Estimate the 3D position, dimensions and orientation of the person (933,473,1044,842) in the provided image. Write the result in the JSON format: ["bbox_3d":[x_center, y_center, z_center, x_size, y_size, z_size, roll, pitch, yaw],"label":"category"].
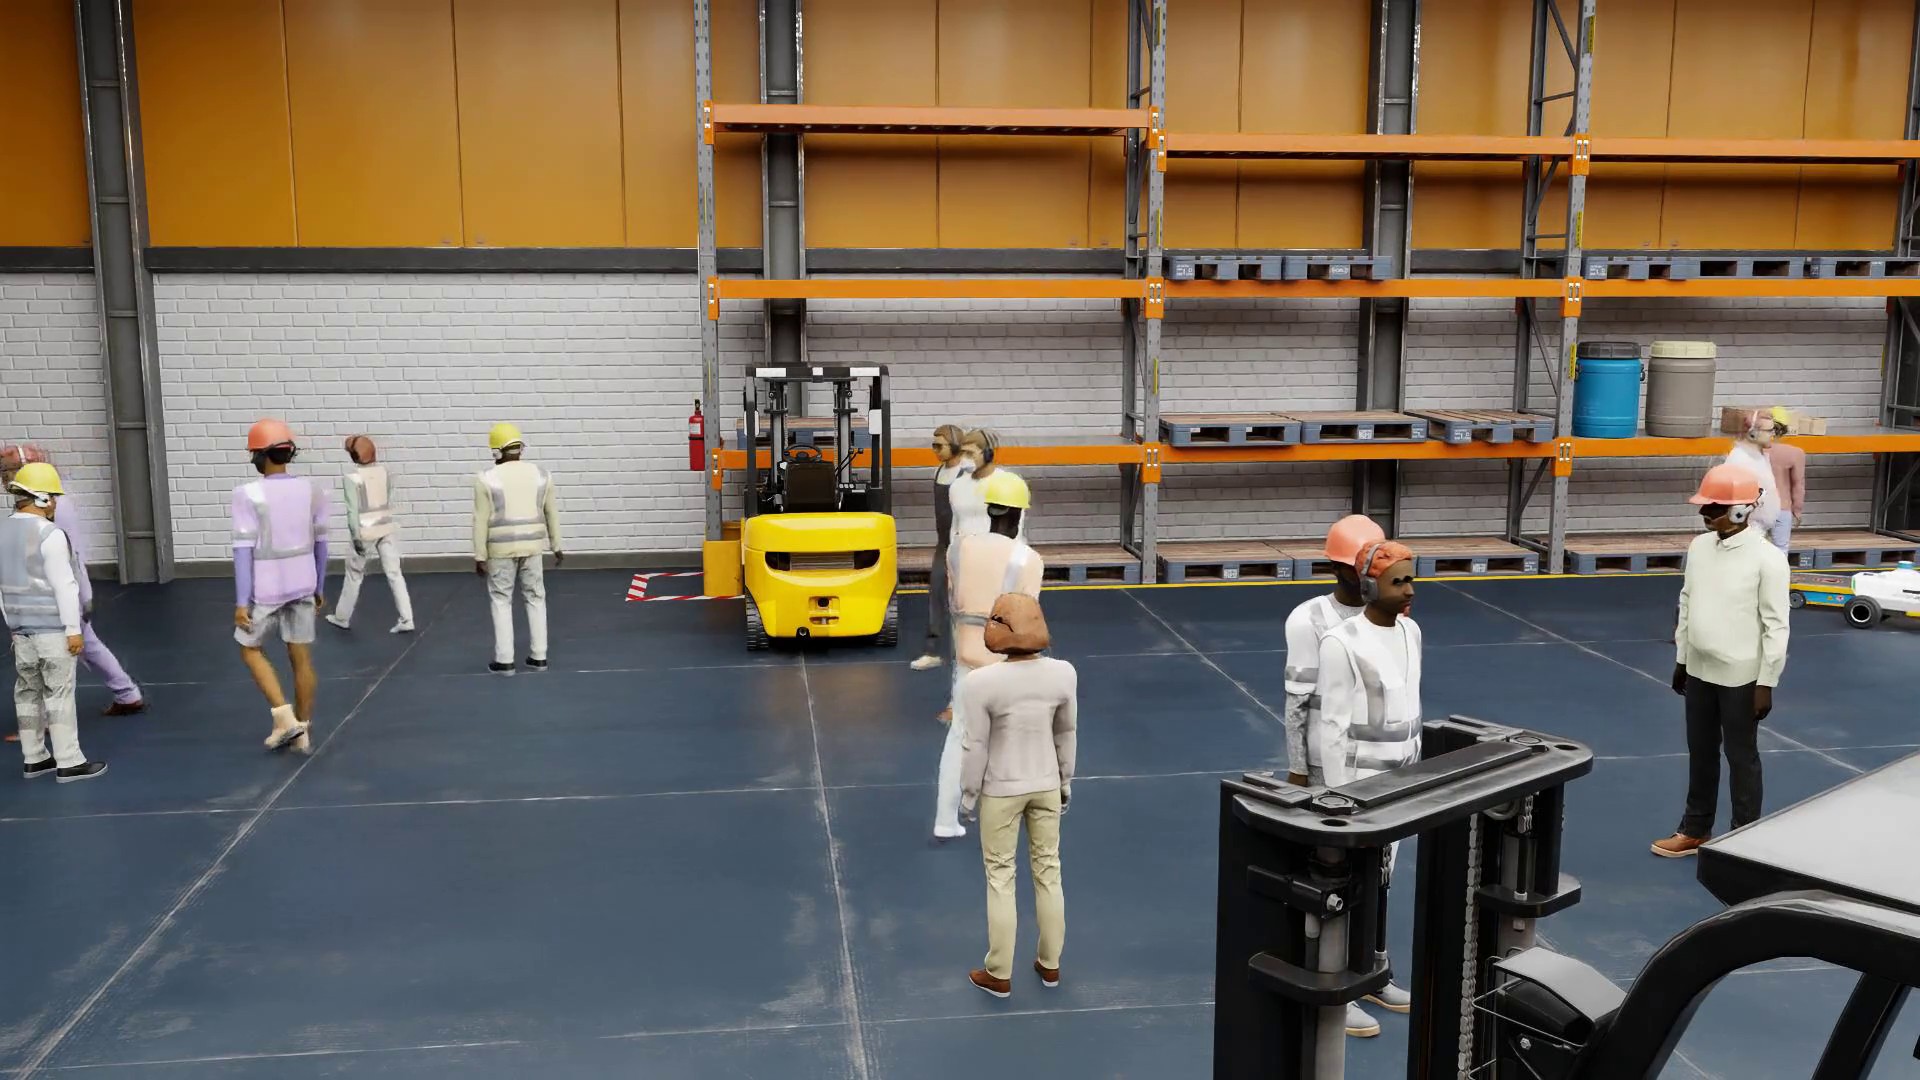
[{"bbox_3d":[0.167,0.590,8.605,0.590,1.867,1.020,5,10,29],"label":"person"}]

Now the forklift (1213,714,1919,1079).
[{"bbox_3d":[1.441,1.425,2.350,1.214,2.155,2.313,-7,12,-39],"label":"forklift"}]

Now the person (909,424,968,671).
[{"bbox_3d":[0.027,0.029,12.310,0.524,1.806,0.963,9,13,44],"label":"person"}]

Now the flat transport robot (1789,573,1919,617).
[{"bbox_3d":[7.612,0.450,14.419,1.431,0.197,0.652,5,10,28],"label":"flat transport robot"}]

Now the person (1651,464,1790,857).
[{"bbox_3d":[3.656,0.623,7.982,0.390,1.990,0.623,-3,10,-18],"label":"person"}]

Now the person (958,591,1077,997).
[{"bbox_3d":[0.232,1.011,6.668,0.502,1.636,0.277,-4,10,-23],"label":"person"}]

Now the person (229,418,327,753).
[{"bbox_3d":[-4.084,0.286,9.968,0.427,2.027,0.646,7,11,36],"label":"person"}]

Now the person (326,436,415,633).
[{"bbox_3d":[-4.742,-0.040,13.357,0.849,1.595,0.518,5,10,29],"label":"person"}]

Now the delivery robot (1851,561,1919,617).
[{"bbox_3d":[7.640,0.414,13.470,0.707,0.478,0.477,8,12,42],"label":"delivery robot"}]

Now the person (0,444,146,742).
[{"bbox_3d":[-5.628,0.297,10.501,0.839,1.856,0.660,-7,11,-36],"label":"person"}]

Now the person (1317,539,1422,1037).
[{"bbox_3d":[1.586,0.932,6.392,0.573,1.883,0.354,-8,12,-43],"label":"person"}]

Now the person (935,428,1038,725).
[{"bbox_3d":[0.214,0.217,10.791,0.637,1.913,0.846,8,12,40],"label":"person"}]

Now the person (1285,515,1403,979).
[{"bbox_3d":[1.568,0.855,6.707,0.552,1.936,0.358,-4,10,-24],"label":"person"}]

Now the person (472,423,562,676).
[{"bbox_3d":[-3.195,0.061,12.034,0.688,1.820,0.406,-7,11,-37],"label":"person"}]

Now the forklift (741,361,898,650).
[{"bbox_3d":[-1.154,-0.340,13.365,1.214,2.155,2.313,-1,9,-7],"label":"forklift"}]

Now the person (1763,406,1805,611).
[{"bbox_3d":[6.901,-0.259,14.192,0.533,1.767,0.327,5,10,30],"label":"person"}]

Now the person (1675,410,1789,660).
[{"bbox_3d":[5.883,-0.054,12.560,0.743,1.883,0.653,5,10,29],"label":"person"}]

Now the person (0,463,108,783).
[{"bbox_3d":[-5.203,0.470,9.467,0.589,1.822,0.403,4,10,24],"label":"person"}]
